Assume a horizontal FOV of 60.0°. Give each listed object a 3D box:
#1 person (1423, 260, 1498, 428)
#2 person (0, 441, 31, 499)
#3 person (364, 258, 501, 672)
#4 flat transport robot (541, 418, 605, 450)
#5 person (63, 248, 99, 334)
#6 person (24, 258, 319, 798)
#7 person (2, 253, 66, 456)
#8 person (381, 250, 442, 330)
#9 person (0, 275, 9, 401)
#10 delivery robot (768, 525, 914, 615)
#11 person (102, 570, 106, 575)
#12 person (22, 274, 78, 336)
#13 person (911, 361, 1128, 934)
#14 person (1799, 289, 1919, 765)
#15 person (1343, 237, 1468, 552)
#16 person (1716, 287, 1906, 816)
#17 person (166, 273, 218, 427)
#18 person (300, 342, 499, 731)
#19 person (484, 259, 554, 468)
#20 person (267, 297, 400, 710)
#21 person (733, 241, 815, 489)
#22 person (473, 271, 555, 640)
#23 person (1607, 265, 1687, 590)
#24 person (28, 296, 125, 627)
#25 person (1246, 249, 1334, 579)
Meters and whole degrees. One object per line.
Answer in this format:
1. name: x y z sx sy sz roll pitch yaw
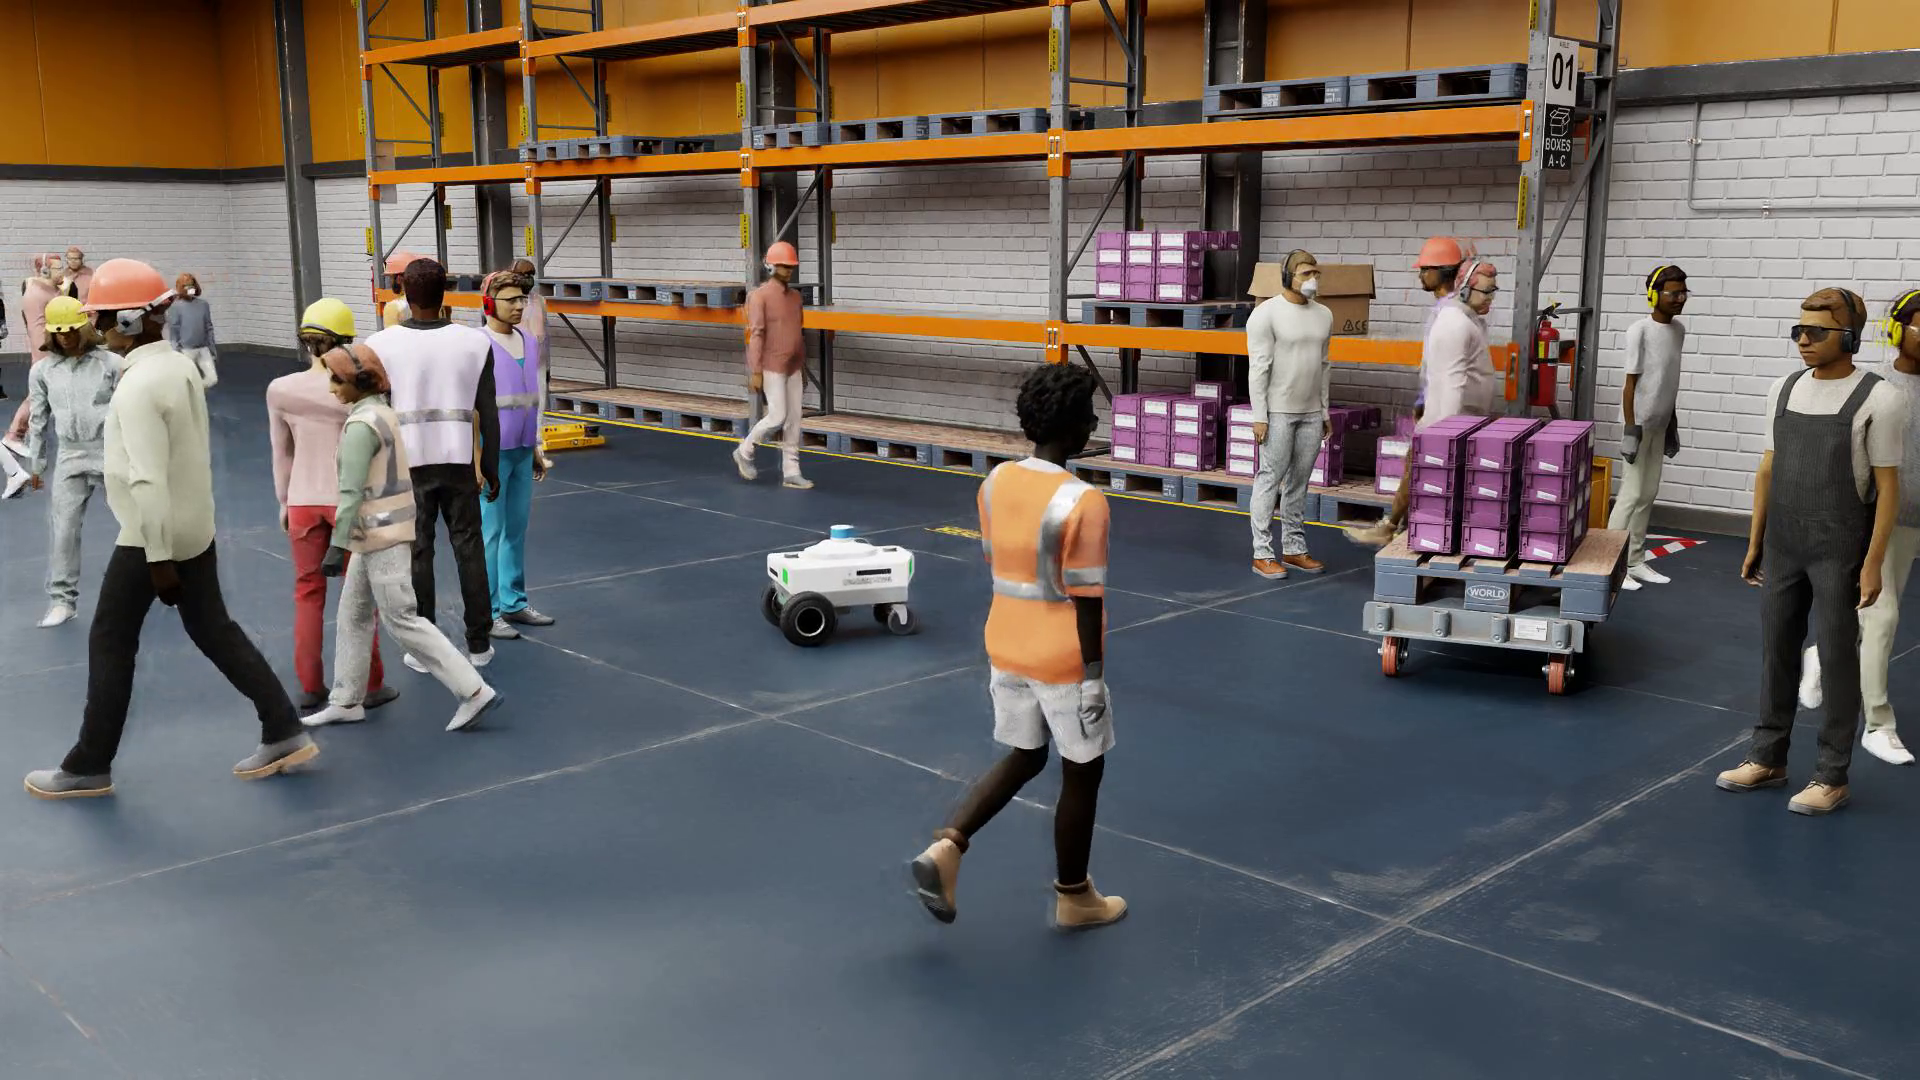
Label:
1. person: 2.848 -0.636 9.440 0.446 1.878 0.686 3 11 14
2. person: -7.627 -1.200 12.673 0.933 1.839 0.514 1 10 6
3. person: -2.433 -0.338 7.727 0.597 1.915 0.371 -5 11 -25
4. flat transport robot: -4.131 -1.052 16.112 1.431 0.197 0.652 10 14 42
5. person: -11.462 -2.863 21.670 0.658 1.853 1.018 -2 11 -9
6. person: -2.881 -0.038 6.026 0.986 1.949 0.621 -1 10 -4
7. person: -8.327 -1.688 15.221 0.979 1.865 0.650 -1 10 -5
8. person: -3.987 -1.170 12.276 0.749 1.916 0.549 4 11 21
9. person: -11.957 -2.657 20.269 0.614 1.959 0.375 -3 11 -15
10. delivery robot: -0.600 0.168 8.425 0.707 0.478 0.477 -4 11 -20
11. person: -4.786 -0.610 9.649 0.686 1.740 0.554 -4 11 -22
12. person: -11.267 -2.641 20.650 0.612 1.792 0.937 -2 11 -13
13. person: 0.197 0.334 4.698 0.606 1.674 0.538 -7 13 -34
14. person: 3.684 -0.096 6.677 0.539 1.833 0.885 0 10 -2
15. person: 2.929 -0.889 10.494 1.007 1.993 0.626 3 11 17
16. person: 3.007 0.040 5.859 0.331 1.844 0.520 -5 12 -27
17. person: -8.126 -2.004 17.594 0.413 1.620 0.527 6 12 30
18. person: -2.297 -0.003 6.735 0.771 1.606 0.512 -3 11 -14
19. person: -3.833 -1.526 14.456 0.535 1.822 0.642 8 13 36
20. person: -2.660 -0.144 7.096 0.533 1.766 0.320 1 10 4
21. person: -1.477 -1.391 13.314 0.604 1.976 0.619 7 12 32
22. person: -2.328 -0.436 8.454 0.389 1.845 0.564 4 11 20
23. person: 3.963 -0.641 9.562 0.514 1.860 0.364 -7 13 -35
24. person: -4.510 -0.423 8.766 0.707 1.709 0.507 -3 11 -17
25. person: 1.975 -0.747 9.894 0.630 1.940 0.373 -7 12 -33
